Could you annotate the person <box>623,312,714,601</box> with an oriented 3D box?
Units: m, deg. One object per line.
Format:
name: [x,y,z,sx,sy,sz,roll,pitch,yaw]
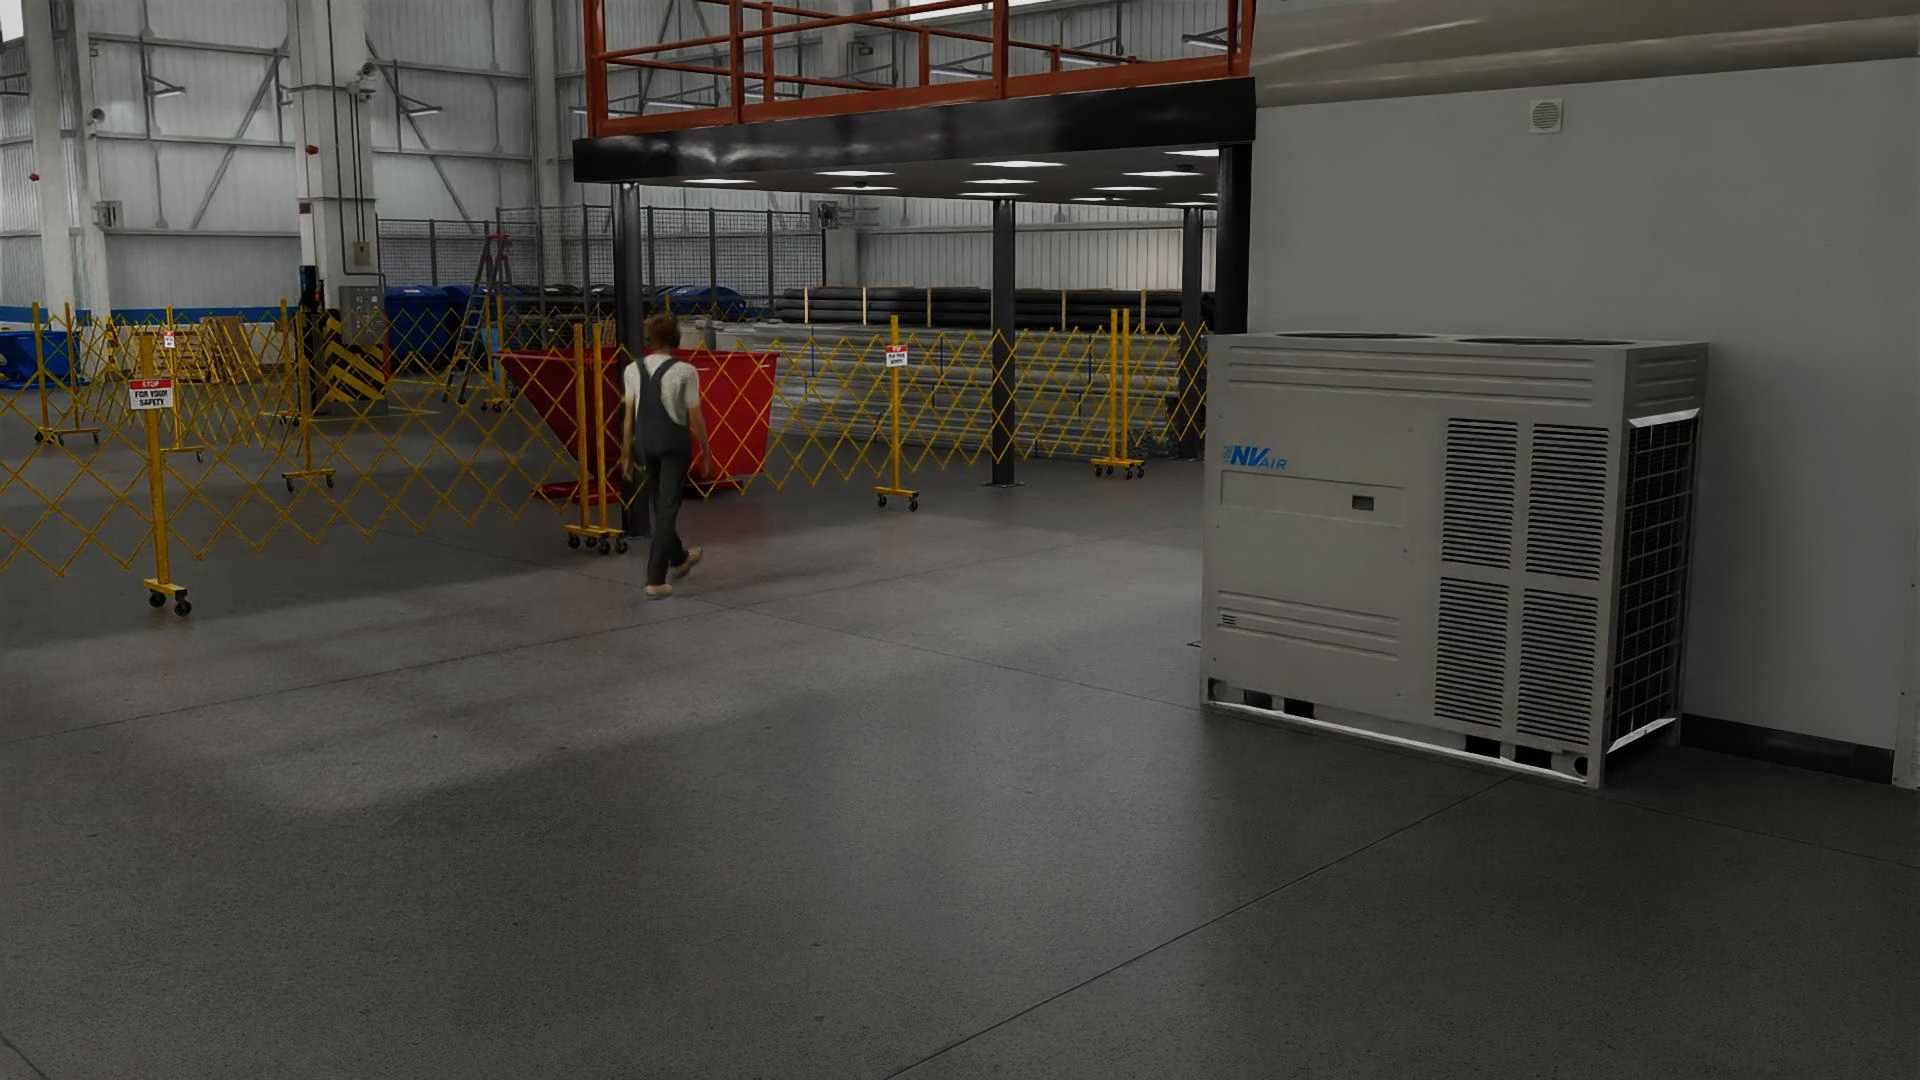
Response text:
person: [-1.840,-0.554,10.676,0.527,1.788,0.964,4,10,21]
